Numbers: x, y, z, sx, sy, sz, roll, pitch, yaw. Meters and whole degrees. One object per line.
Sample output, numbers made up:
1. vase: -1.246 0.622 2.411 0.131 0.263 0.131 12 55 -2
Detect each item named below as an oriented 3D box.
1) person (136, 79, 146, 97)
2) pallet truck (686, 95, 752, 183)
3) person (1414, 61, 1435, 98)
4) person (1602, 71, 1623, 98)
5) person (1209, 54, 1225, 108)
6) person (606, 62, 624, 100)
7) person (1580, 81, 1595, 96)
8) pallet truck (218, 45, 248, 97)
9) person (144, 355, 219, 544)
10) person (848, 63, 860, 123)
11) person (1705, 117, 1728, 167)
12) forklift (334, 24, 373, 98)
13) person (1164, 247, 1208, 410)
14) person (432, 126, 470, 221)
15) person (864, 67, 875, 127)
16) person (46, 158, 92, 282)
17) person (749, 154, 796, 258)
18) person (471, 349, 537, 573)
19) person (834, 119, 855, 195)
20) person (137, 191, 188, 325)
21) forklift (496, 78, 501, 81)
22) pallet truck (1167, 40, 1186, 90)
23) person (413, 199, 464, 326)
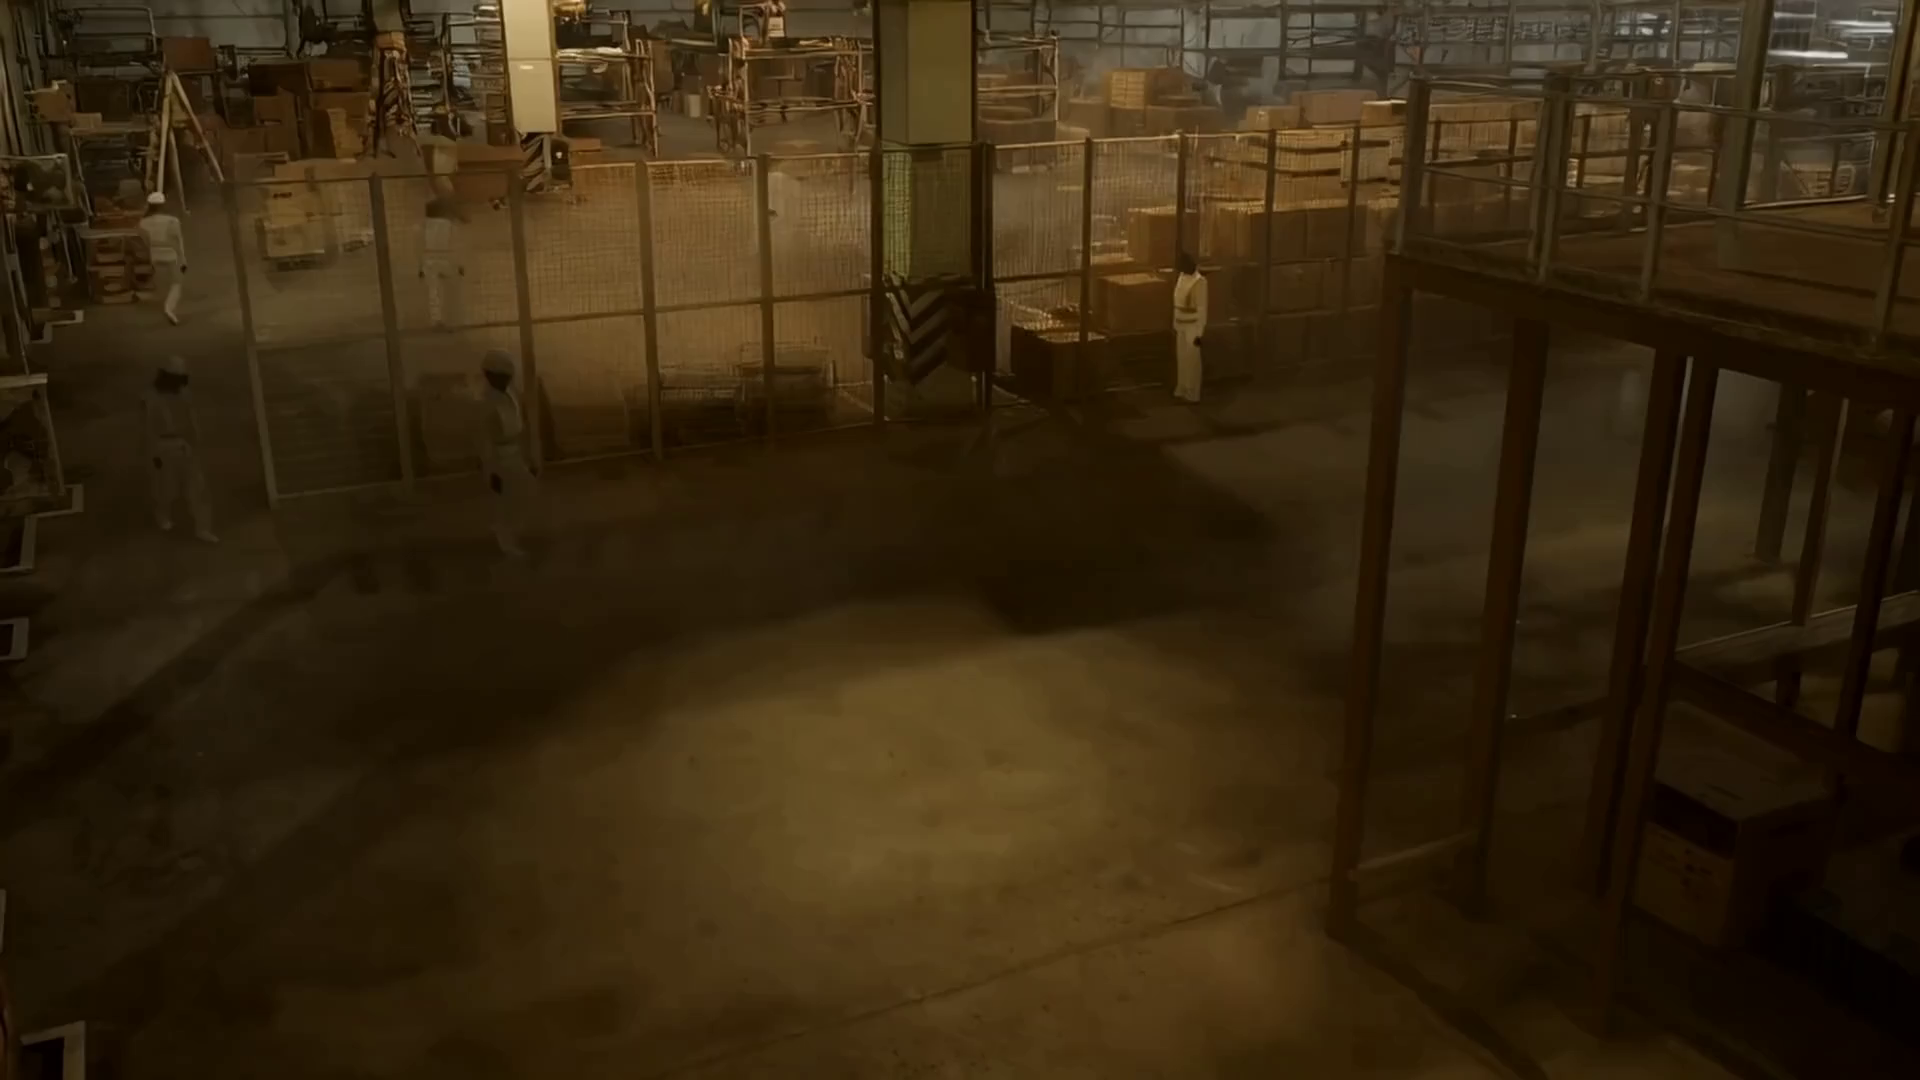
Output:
1. person: -25.206 -13.421 51.463 0.525 1.631 0.319 8 21 22
2. pallet truck: -5.836 -9.608 39.856 0.823 1.965 1.885 10 22 27
3. person: 14.956 -14.467 53.874 0.743 2.000 0.535 -3 19 -10
4. person: 20.722 -13.977 52.846 0.589 1.780 0.925 5 20 14
5. person: 9.223 -16.350 59.416 0.629 1.980 0.609 -11 22 -29
6. person: -12.273 -16.301 59.362 0.652 1.919 0.568 -14 23 -34
7. person: 18.256 -12.544 48.484 0.392 1.920 0.587 -5 20 -14
8. pallet truck: -28.879 -18.665 66.111 0.823 1.965 1.885 -3 19 -9
9. person: -7.055 -0.848 14.942 0.499 1.681 0.927 -18 26 -41
10. person: -3.507 -14.690 54.715 0.395 1.919 0.582 2 19 6
11. person: 16.495 -8.265 36.169 1.017 1.861 0.614 18 26 41
12. forklift: -23.704 -18.498 64.294 1.129 2.768 1.873 14 23 35
13. person: 2.642 -2.452 19.281 0.337 1.882 0.584 -8 21 -22
14. person: -10.443 -7.454 33.795 1.012 1.882 0.563 8 20 21
15. person: -2.817 -14.258 53.507 0.573 1.883 0.355 16 24 38
16. person: -14.510 -5.222 27.143 0.622 1.992 0.397 -18 26 -41
17. person: -3.321 -5.924 29.492 0.628 1.797 0.952 17 25 40
18. person: -3.867 -0.659 14.013 0.483 1.932 0.614 6 20 17
19. person: -2.597 -8.637 37.511 0.533 1.690 0.321 9 21 25
20. person: -11.374 -4.000 23.735 0.614 1.904 0.616 -1 19 -3
21. forklift: -16.239 -17.535 61.499 1.873 2.768 1.129 -10 21 -26
22. pallet truck: 9.045 -19.971 69.895 0.823 1.965 1.885 -3 19 -8
23. person: -7.466 -3.981 23.860 0.657 1.788 0.978 -4 19 -12
